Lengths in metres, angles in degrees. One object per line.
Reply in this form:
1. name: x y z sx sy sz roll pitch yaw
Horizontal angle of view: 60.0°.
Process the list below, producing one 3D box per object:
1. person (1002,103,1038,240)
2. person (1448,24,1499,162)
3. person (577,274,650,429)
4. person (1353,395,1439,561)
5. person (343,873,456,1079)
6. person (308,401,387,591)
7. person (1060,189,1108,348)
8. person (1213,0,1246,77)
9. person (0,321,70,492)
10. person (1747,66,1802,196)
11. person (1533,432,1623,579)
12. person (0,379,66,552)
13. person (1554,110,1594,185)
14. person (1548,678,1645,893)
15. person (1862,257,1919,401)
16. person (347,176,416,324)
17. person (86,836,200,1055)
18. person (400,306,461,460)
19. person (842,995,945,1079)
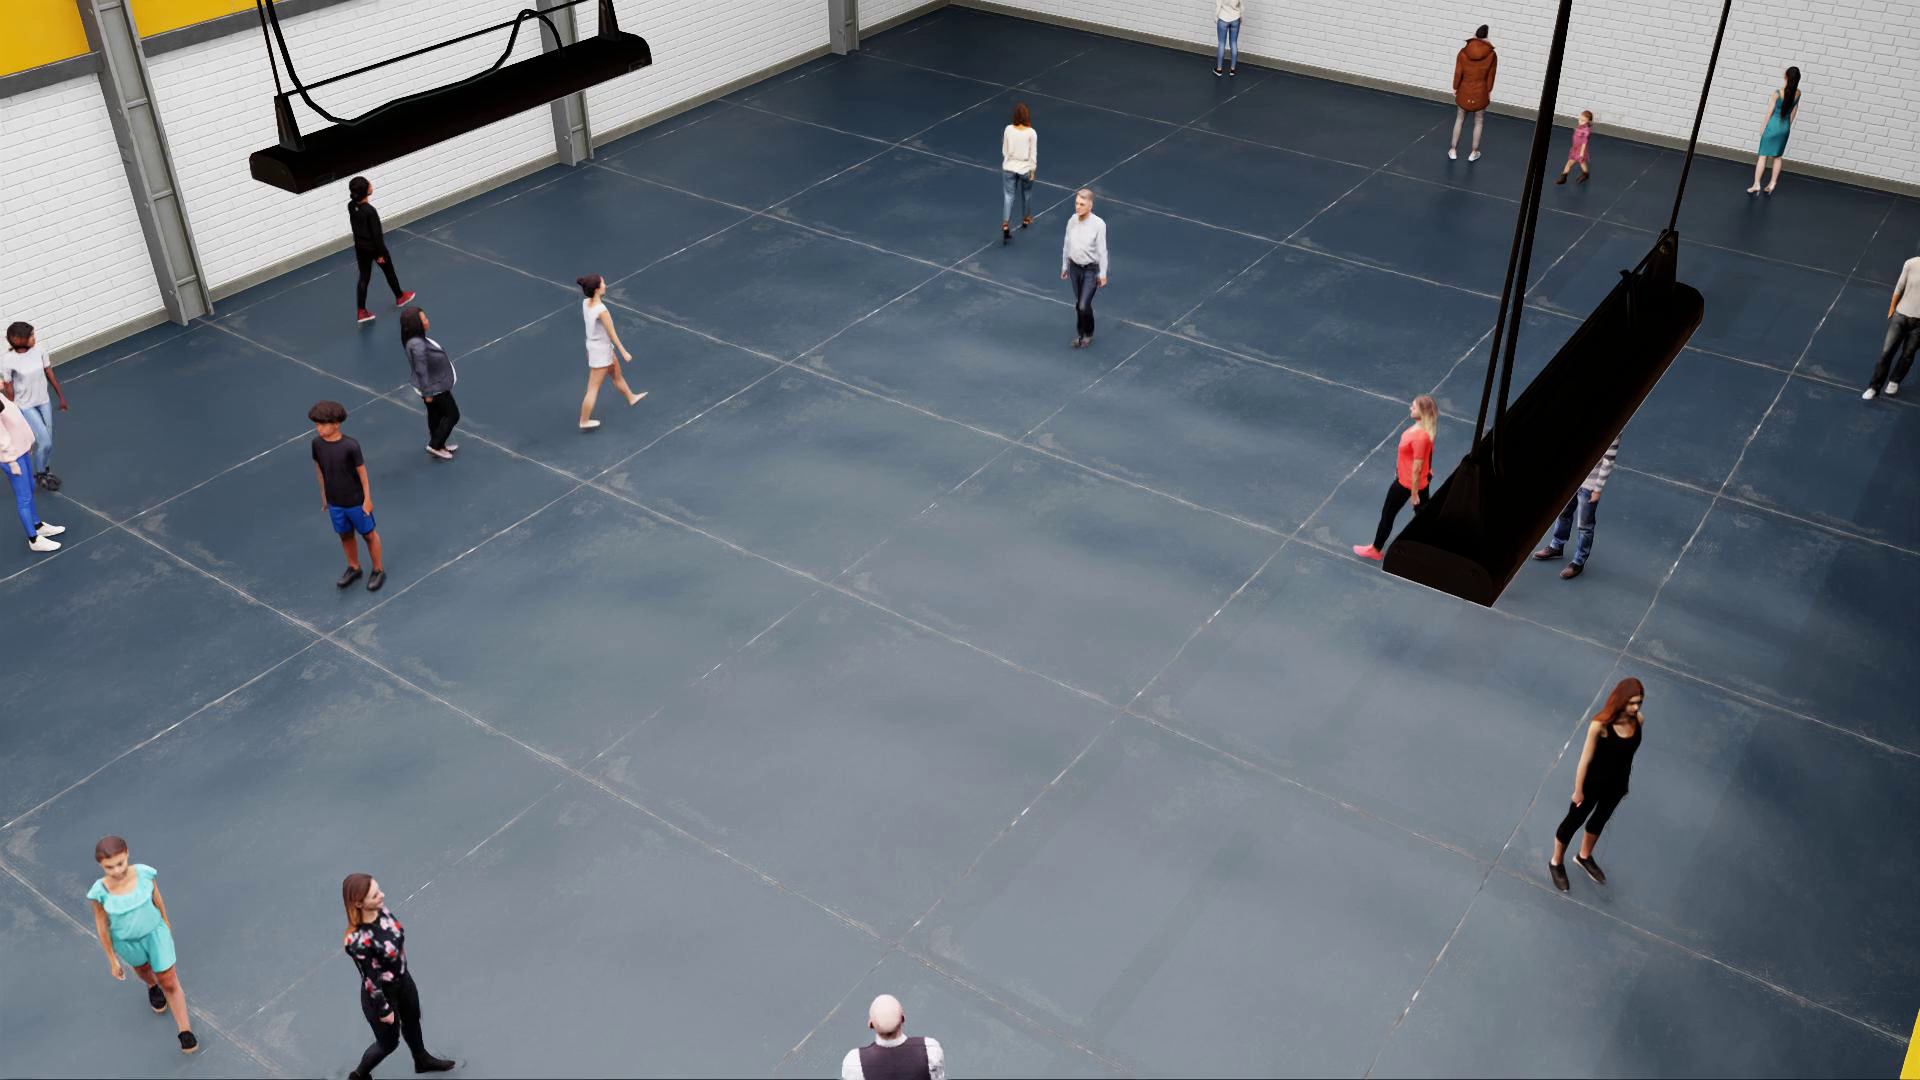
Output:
1. person: 0.686 -4.489 20.379 0.795 1.647 1.107 11 35 16
2. person: 6.974 -6.076 22.593 0.776 1.839 0.776 12 36 18
3. person: -3.621 -1.828 16.450 1.141 1.563 0.824 -21 39 -29
4. person: 3.997 -0.475 14.326 0.773 1.662 1.105 15 36 21
5. person: -3.394 2.596 9.679 0.874 1.691 0.856 1 34 1
6. person: -5.182 -0.386 14.071 0.689 1.796 0.676 7 34 10
7. person: 1.395 -2.945 17.907 0.702 1.813 0.650 26 41 33
8. person: 4.159 -8.039 25.677 0.703 1.695 0.739 -1 34 -2
9. person: -8.658 -1.236 15.443 0.726 1.694 0.672 20 39 28
10. person: 10.599 -5.307 21.575 0.608 1.685 0.657 -3 34 -5
11. person: 5.360 -0.552 14.267 0.712 1.855 0.723 -15 36 -21
12. person: -8.314 -0.729 14.611 0.762 1.769 0.725 -8 35 -12
13. person: 8.251 -5.194 22.016 0.804 1.009 0.685 -10 35 -14
14. person: 4.297 1.607 11.137 0.630 1.725 0.713 -9 35 -14
15. person: 9.757 -2.304 16.961 0.697 1.792 0.956 23 40 30
16. person: -6.598 -3.193 18.435 0.741 1.640 1.120 14 36 21
17. person: -5.036 2.380 10.164 1.052 1.514 0.884 -19 38 -26
18. person: -5.125 -1.465 15.881 0.803 1.589 0.788 -18 38 -25
19. person: -0.325 3.182 8.734 1.291 1.761 1.280 -8 34 -12
